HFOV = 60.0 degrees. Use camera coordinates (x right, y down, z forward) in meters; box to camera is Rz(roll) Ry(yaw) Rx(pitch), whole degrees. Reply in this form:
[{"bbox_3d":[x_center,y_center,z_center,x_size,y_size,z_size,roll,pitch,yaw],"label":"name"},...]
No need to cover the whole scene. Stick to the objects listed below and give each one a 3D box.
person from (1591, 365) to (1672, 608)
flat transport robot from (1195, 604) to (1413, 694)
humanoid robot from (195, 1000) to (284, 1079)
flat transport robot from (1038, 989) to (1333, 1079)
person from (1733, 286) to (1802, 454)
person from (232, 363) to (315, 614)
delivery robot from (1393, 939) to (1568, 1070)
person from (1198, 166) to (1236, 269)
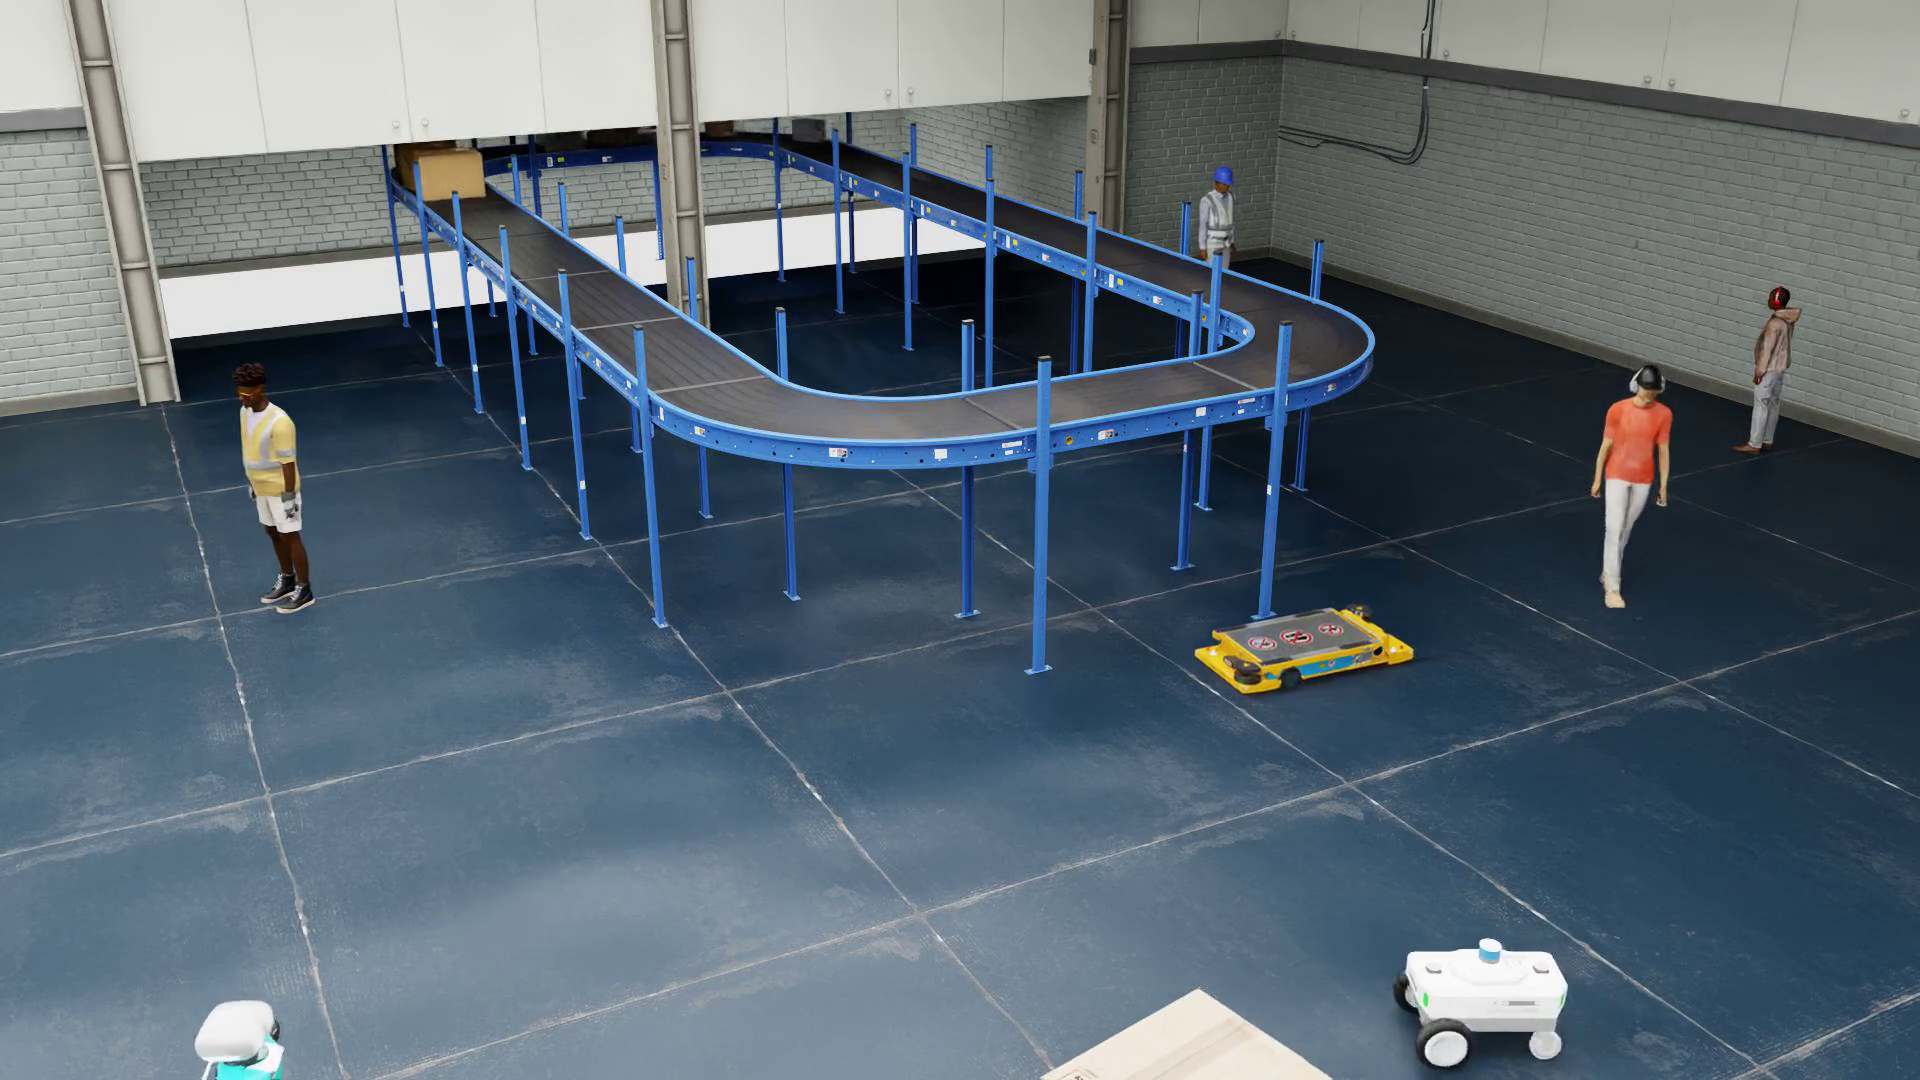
[{"bbox_3d":[5.161,-0.398,12.709,0.513,1.880,0.867,1,22,2],"label":"person"},{"bbox_3d":[2.474,0.779,11.951,1.431,0.231,0.659,-9,24,-21],"label":"flat transport robot"},{"bbox_3d":[-2.718,2.451,5.888,0.798,1.792,0.530,-4,22,-10],"label":"humanoid robot"},{"bbox_3d":[1.077,2.857,6.812,1.431,0.231,0.659,-17,27,-36],"label":"flat transport robot"},{"bbox_3d":[7.841,-1.638,16.087,0.464,1.648,0.327,-19,29,-39],"label":"person"},{"bbox_3d":[-5.219,-0.408,12.637,0.603,1.958,0.376,18,28,37],"label":"person"},{"bbox_3d":[2.509,2.215,8.044,0.815,0.614,0.499,0,22,0],"label":"delivery robot"},{"bbox_3d":[3.230,-3.717,20.846,0.618,1.936,0.414,-18,28,-37],"label":"person"}]
